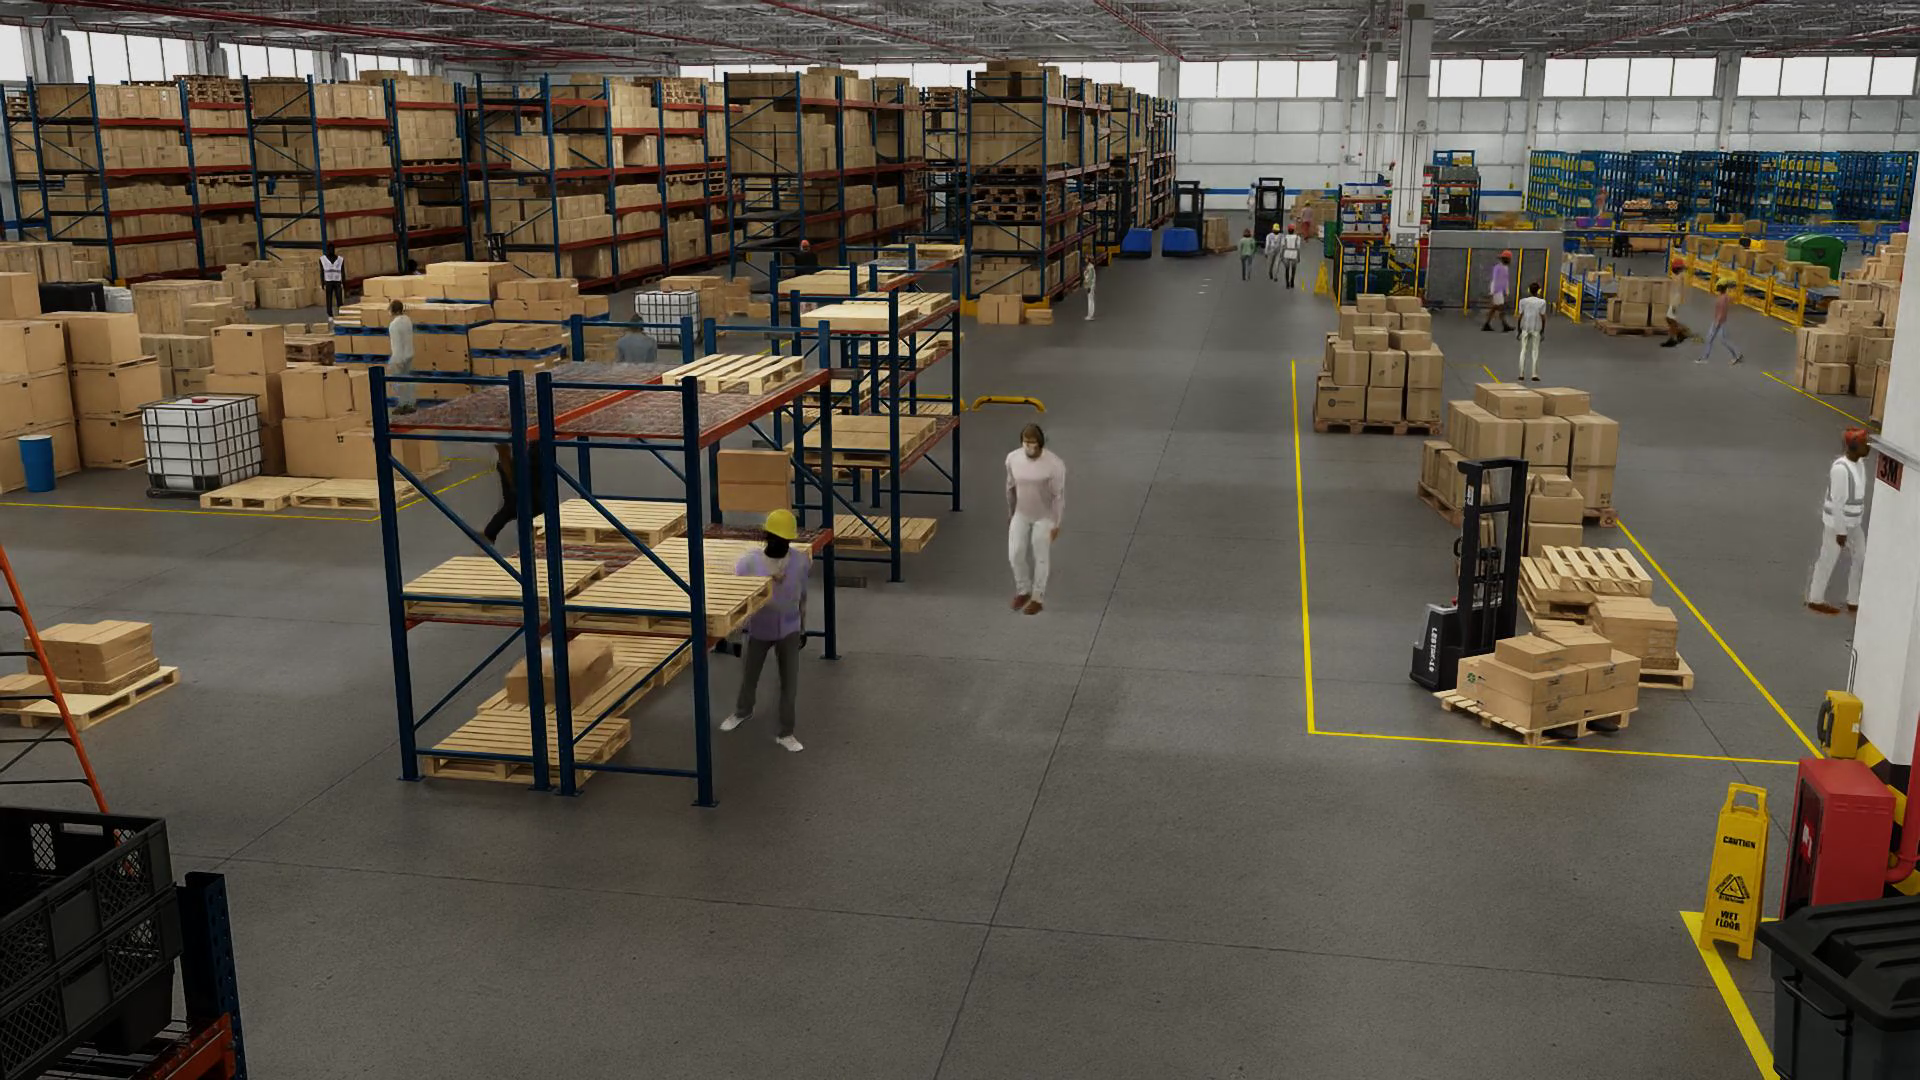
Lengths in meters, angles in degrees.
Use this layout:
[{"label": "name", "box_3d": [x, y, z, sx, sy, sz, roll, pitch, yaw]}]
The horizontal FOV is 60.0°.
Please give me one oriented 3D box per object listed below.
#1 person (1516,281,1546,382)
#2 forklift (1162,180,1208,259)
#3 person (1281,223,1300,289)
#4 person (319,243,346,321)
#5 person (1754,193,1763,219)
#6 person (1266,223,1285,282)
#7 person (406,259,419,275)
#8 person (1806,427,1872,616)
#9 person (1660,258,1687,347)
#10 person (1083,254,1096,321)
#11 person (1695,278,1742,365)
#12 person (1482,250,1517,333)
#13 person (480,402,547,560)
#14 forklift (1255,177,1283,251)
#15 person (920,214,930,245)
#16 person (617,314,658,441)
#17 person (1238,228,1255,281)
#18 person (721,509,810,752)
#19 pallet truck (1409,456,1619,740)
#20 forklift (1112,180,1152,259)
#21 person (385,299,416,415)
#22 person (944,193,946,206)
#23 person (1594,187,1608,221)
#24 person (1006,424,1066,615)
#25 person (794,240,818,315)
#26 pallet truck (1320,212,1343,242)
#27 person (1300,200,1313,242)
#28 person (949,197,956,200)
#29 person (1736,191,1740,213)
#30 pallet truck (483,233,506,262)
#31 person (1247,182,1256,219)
[{"label": "person", "box_3d": [10.663, -3.892, 31.083, 0.515, 1.872, 0.333, 7, 15, 25]}, {"label": "forklift", "box_3d": [8.294, -11.811, 61.155, 1.129, 2.768, 1.873, 8, 16, 31]}, {"label": "person", "box_3d": [9.837, -8.464, 49.549, 0.576, 1.914, 0.680, 3, 14, 11]}, {"label": "person", "box_3d": [-15.463, -6.362, 41.037, 0.587, 1.911, 0.397, -8, 16, -28]}, {"label": "person", "box_3d": [38.547, -15.952, 80.188, 0.793, 1.805, 0.602, 4, 14, 16]}, {"label": "person", "box_3d": [9.828, -8.984, 51.891, 0.593, 1.814, 0.613, 2, 14, 7]}, {"label": "person", "box_3d": [-12.755, -5.748, 38.992, 0.355, 1.681, 0.527, -5, 15, -18]}, {"label": "person", "box_3d": [8.545, -0.140, 15.862, 0.620, 1.859, 0.757, -12, 18, -41]}, {"label": "person", "box_3d": [15.468, -5.126, 35.970, 0.424, 1.927, 0.563, 6, 15, 25]}, {"label": "person", "box_3d": [3.204, -6.235, 41.069, 0.314, 1.641, 0.515, 1, 14, 4]}, {"label": "person", "box_3d": [15.311, -4.388, 33.368, 0.801, 1.736, 0.530, 4, 14, 16]}, {"label": "person", "box_3d": [12.641, -5.768, 38.656, 0.950, 1.888, 0.568, 12, 18, 39]}, {"label": "person", "box_3d": [-4.833, -0.782, 18.108, 0.840, 2.000, 0.678, 8, 16, 29]}, {"label": "forklift", "box_3d": [12.083, -12.747, 64.956, 1.129, 2.768, 1.873, 3, 14, 10]}, {"label": "person", "box_3d": [-1.299, -11.190, 61.243, 0.360, 1.622, 0.502, 6, 15, 22]}, {"label": "person", "box_3d": [-4.834, -2.433, 25.064, 0.627, 1.926, 0.443, 1, 14, 6]}, {"label": "person", "box_3d": [8.949, -8.911, 51.953, 0.514, 1.621, 0.435, 2, 14, 6]}, {"label": "person", "box_3d": [-1.462, 0.642, 12.660, 0.625, 1.888, 0.765, -5, 15, -20]}, {"label": "pallet truck", "box_3d": [4.504, 0.400, 13.395, 0.823, 1.965, 1.885, -6, 15, -23]}, {"label": "forklift", "box_3d": [6.082, -11.722, 60.796, 1.873, 2.768, 1.129, 2, 14, 9]}, {"label": "person", "box_3d": [-9.232, -3.003, 27.374, 0.518, 1.921, 0.637, 3, 14, 10]}, {"label": "person", "box_3d": [-0.542, -18.086, 89.040, 0.607, 1.702, 0.893, 1, 14, 4]}, {"label": "person", "box_3d": [30.801, -15.988, 79.992, 0.820, 1.970, 0.622, -2, 14, -9]}, {"label": "person", "box_3d": [0.720, -0.191, 15.977, 0.646, 1.907, 0.512, 6, 15, 24]}, {"label": "person", "box_3d": [-3.784, -6.390, 41.012, 0.675, 1.984, 0.387, -6, 15, -23]}, {"label": "pallet truck", "box_3d": [15.874, -13.227, 70.310, 0.680, 1.201, 1.601, 10, 17, 35]}, {"label": "person", "box_3d": [14.539, -13.401, 69.916, 0.552, 1.751, 0.364, -3, 14, -10]}, {"label": "person", "box_3d": [-0.411, -17.521, 86.532, 0.609, 1.810, 0.434, 5, 15, 21]}, {"label": "person", "box_3d": [37.767, -16.042, 80.490, 0.614, 1.822, 0.571, 4, 14, 15]}, {"label": "pallet truck", "box_3d": [-11.832, -7.026, 43.548, 1.885, 1.965, 0.823, 8, 16, 28]}, {"label": "person", "box_3d": [15.512, -17.965, 88.105, 0.623, 1.927, 0.610, -12, 18, -39]}]
